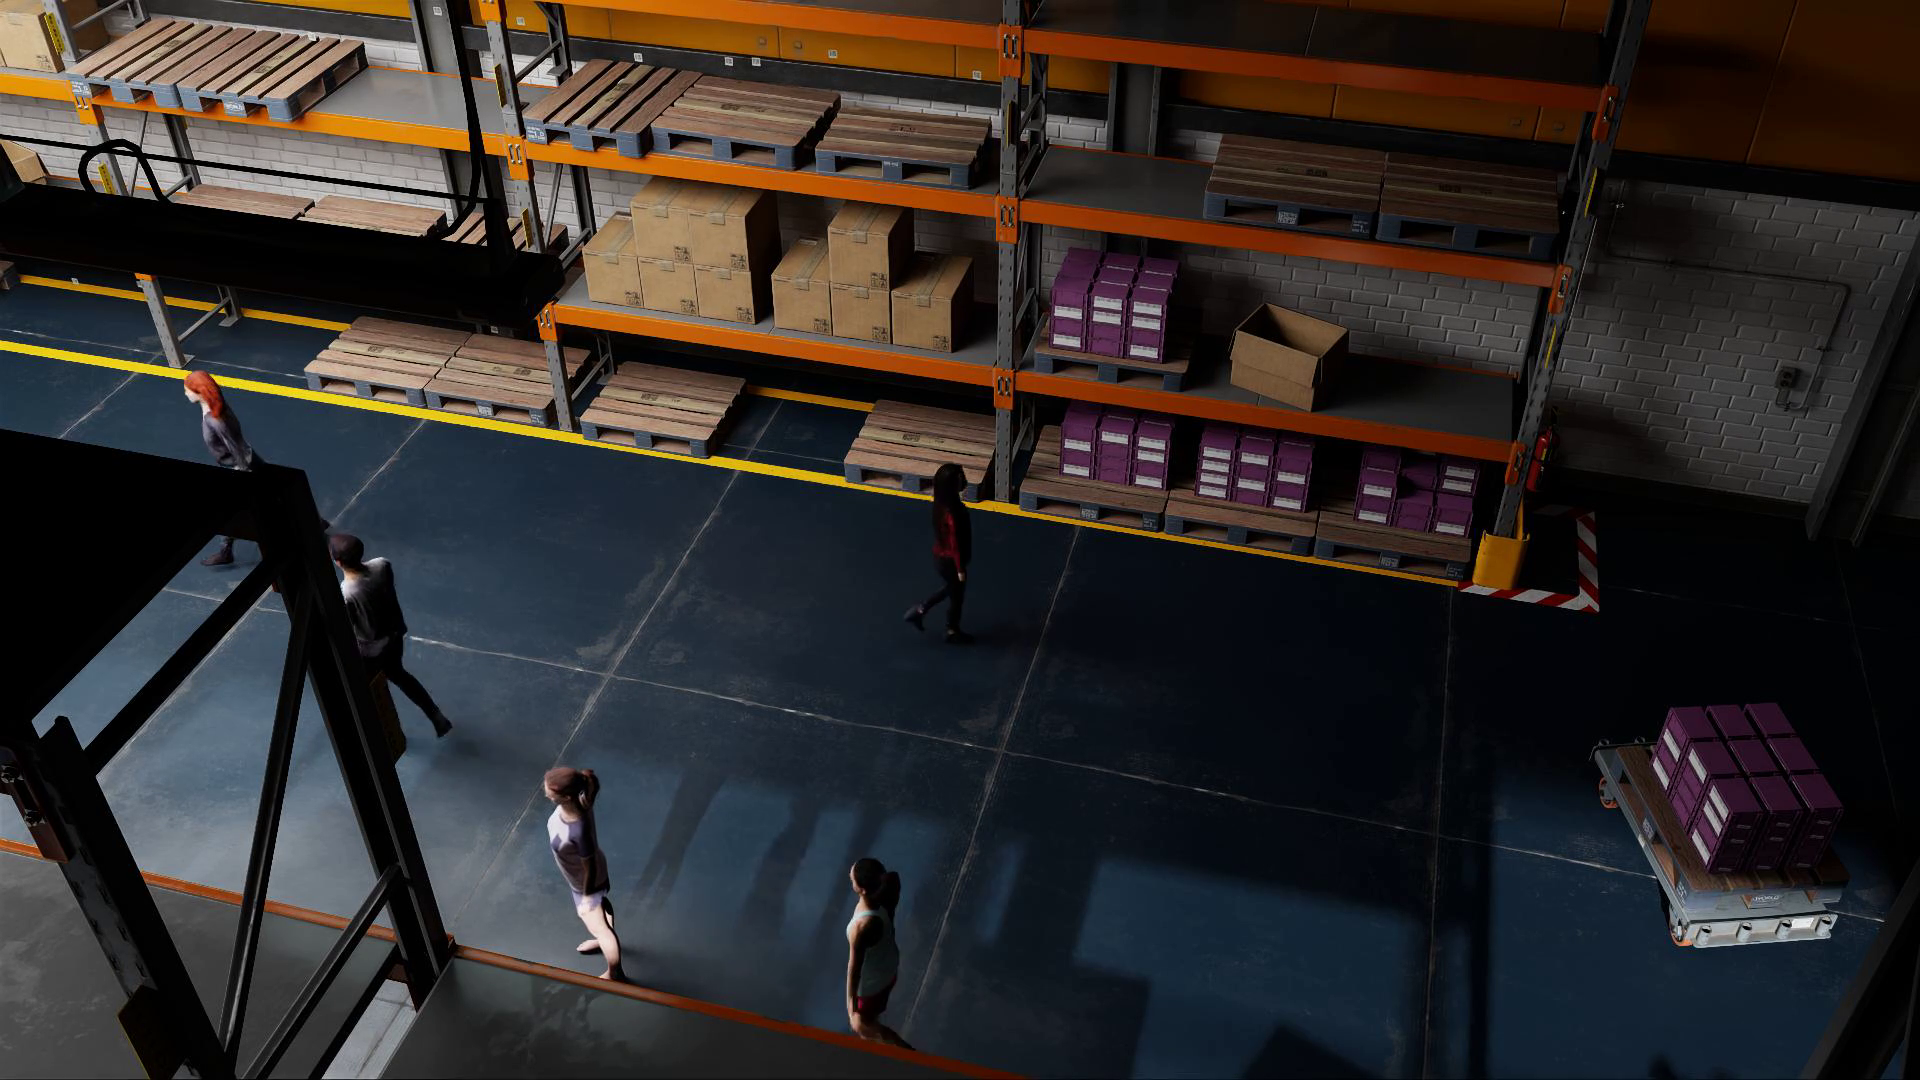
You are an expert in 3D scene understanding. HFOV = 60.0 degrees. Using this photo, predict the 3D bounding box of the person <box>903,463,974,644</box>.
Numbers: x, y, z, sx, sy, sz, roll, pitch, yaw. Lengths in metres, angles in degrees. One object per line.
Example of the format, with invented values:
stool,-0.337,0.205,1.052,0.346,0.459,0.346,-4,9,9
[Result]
person,-0.145,0.143,12.104,0.850,1.645,0.740,-5,39,-6

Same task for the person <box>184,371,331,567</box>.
person,-5.503,-0.560,12.922,1.286,1.722,1.105,-14,41,-17

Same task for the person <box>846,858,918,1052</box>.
person,-0.416,2.426,9.162,1.010,1.749,0.704,15,41,18

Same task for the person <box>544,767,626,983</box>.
person,-2.189,1.951,9.743,0.704,1.765,0.675,-10,40,-13

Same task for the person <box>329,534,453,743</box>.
person,-3.862,0.725,11.213,0.995,1.847,0.811,19,42,22
